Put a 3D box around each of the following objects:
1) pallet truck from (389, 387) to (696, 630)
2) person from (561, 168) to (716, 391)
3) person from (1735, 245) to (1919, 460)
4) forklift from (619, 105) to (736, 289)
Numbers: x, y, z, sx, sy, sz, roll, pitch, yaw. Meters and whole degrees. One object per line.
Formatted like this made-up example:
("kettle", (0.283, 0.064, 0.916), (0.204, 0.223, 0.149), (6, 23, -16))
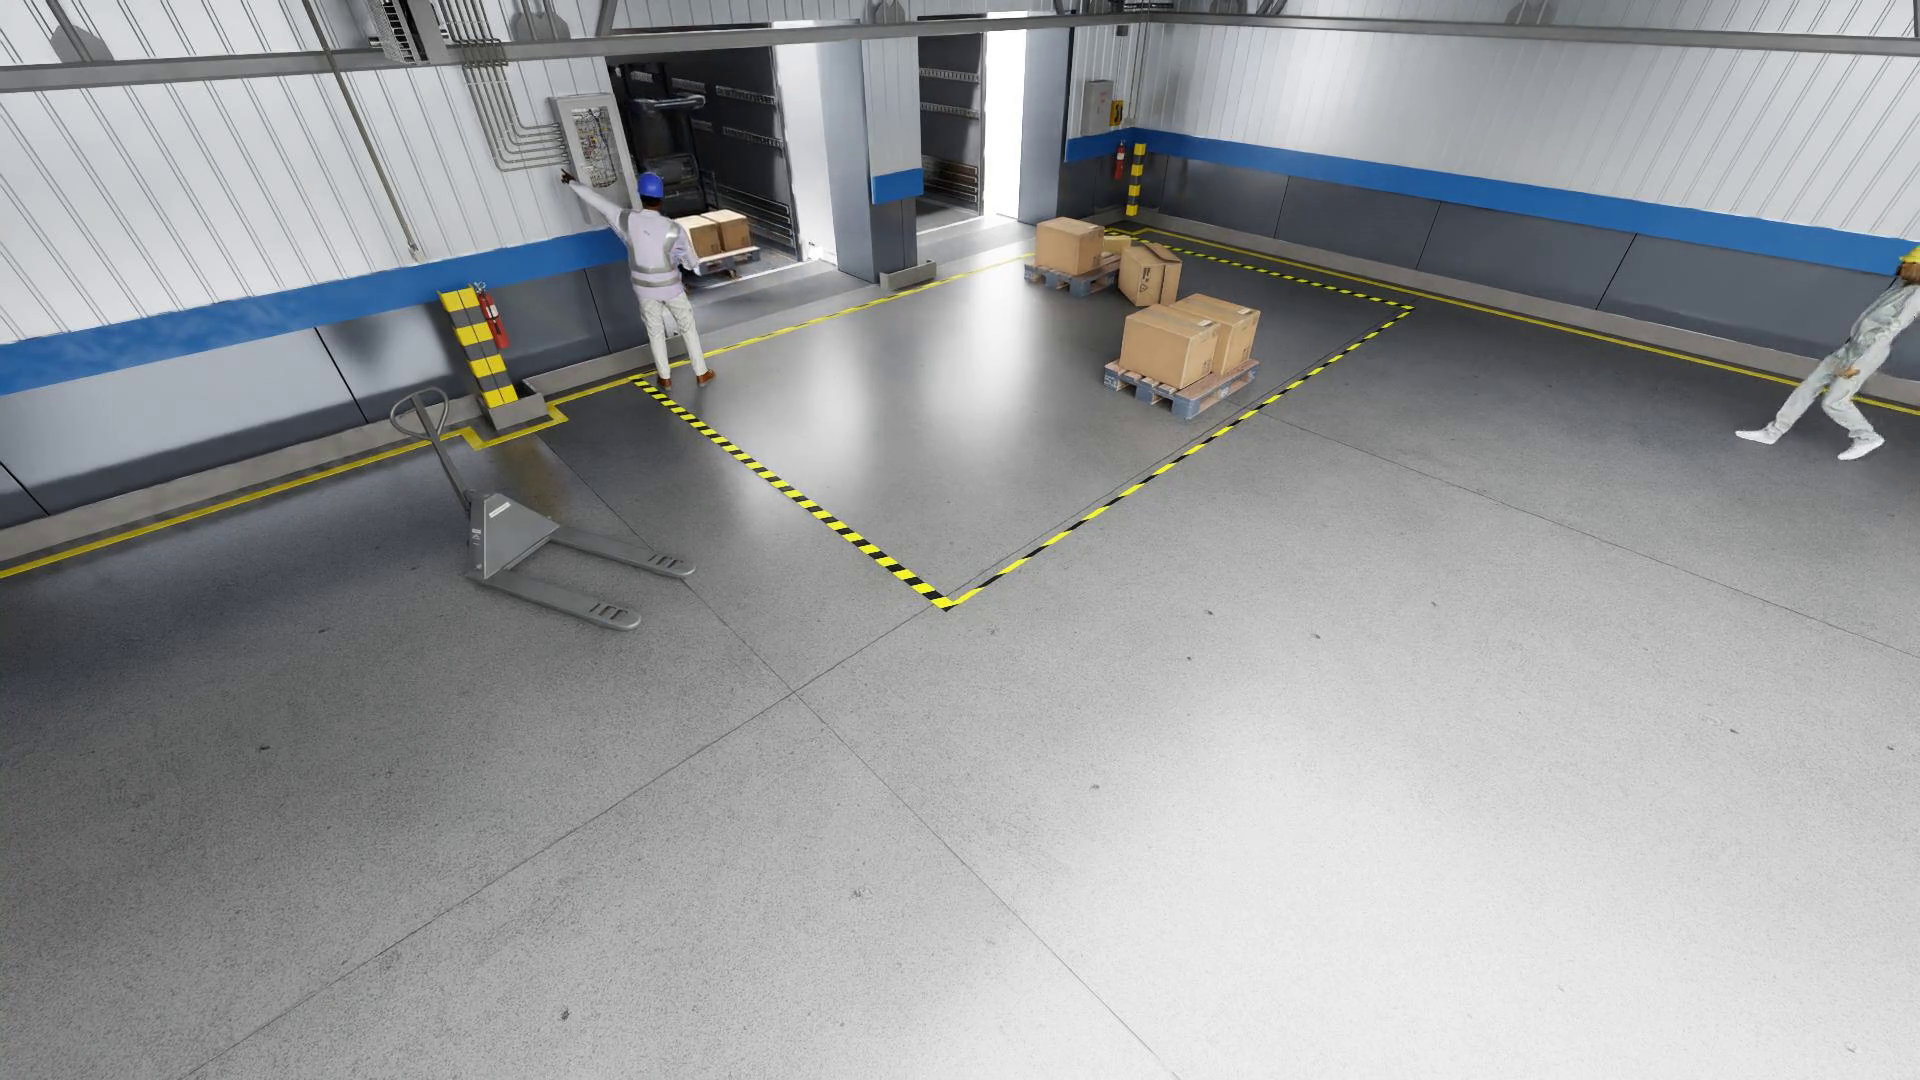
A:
("pallet truck", (-2.613, -0.247, 4.593), (1.601, 1.201, 0.680), (14, 40, 17))
("person", (-2.920, -2.375, 6.805), (1.057, 1.905, 0.695), (-7, 38, -9))
("person", (7.117, -1.431, 5.733), (0.796, 1.713, 0.484), (21, 43, 25))
("forklift", (-3.843, -4.488, 9.425), (0.716, 2.013, 0.776), (-30, 47, -33))
